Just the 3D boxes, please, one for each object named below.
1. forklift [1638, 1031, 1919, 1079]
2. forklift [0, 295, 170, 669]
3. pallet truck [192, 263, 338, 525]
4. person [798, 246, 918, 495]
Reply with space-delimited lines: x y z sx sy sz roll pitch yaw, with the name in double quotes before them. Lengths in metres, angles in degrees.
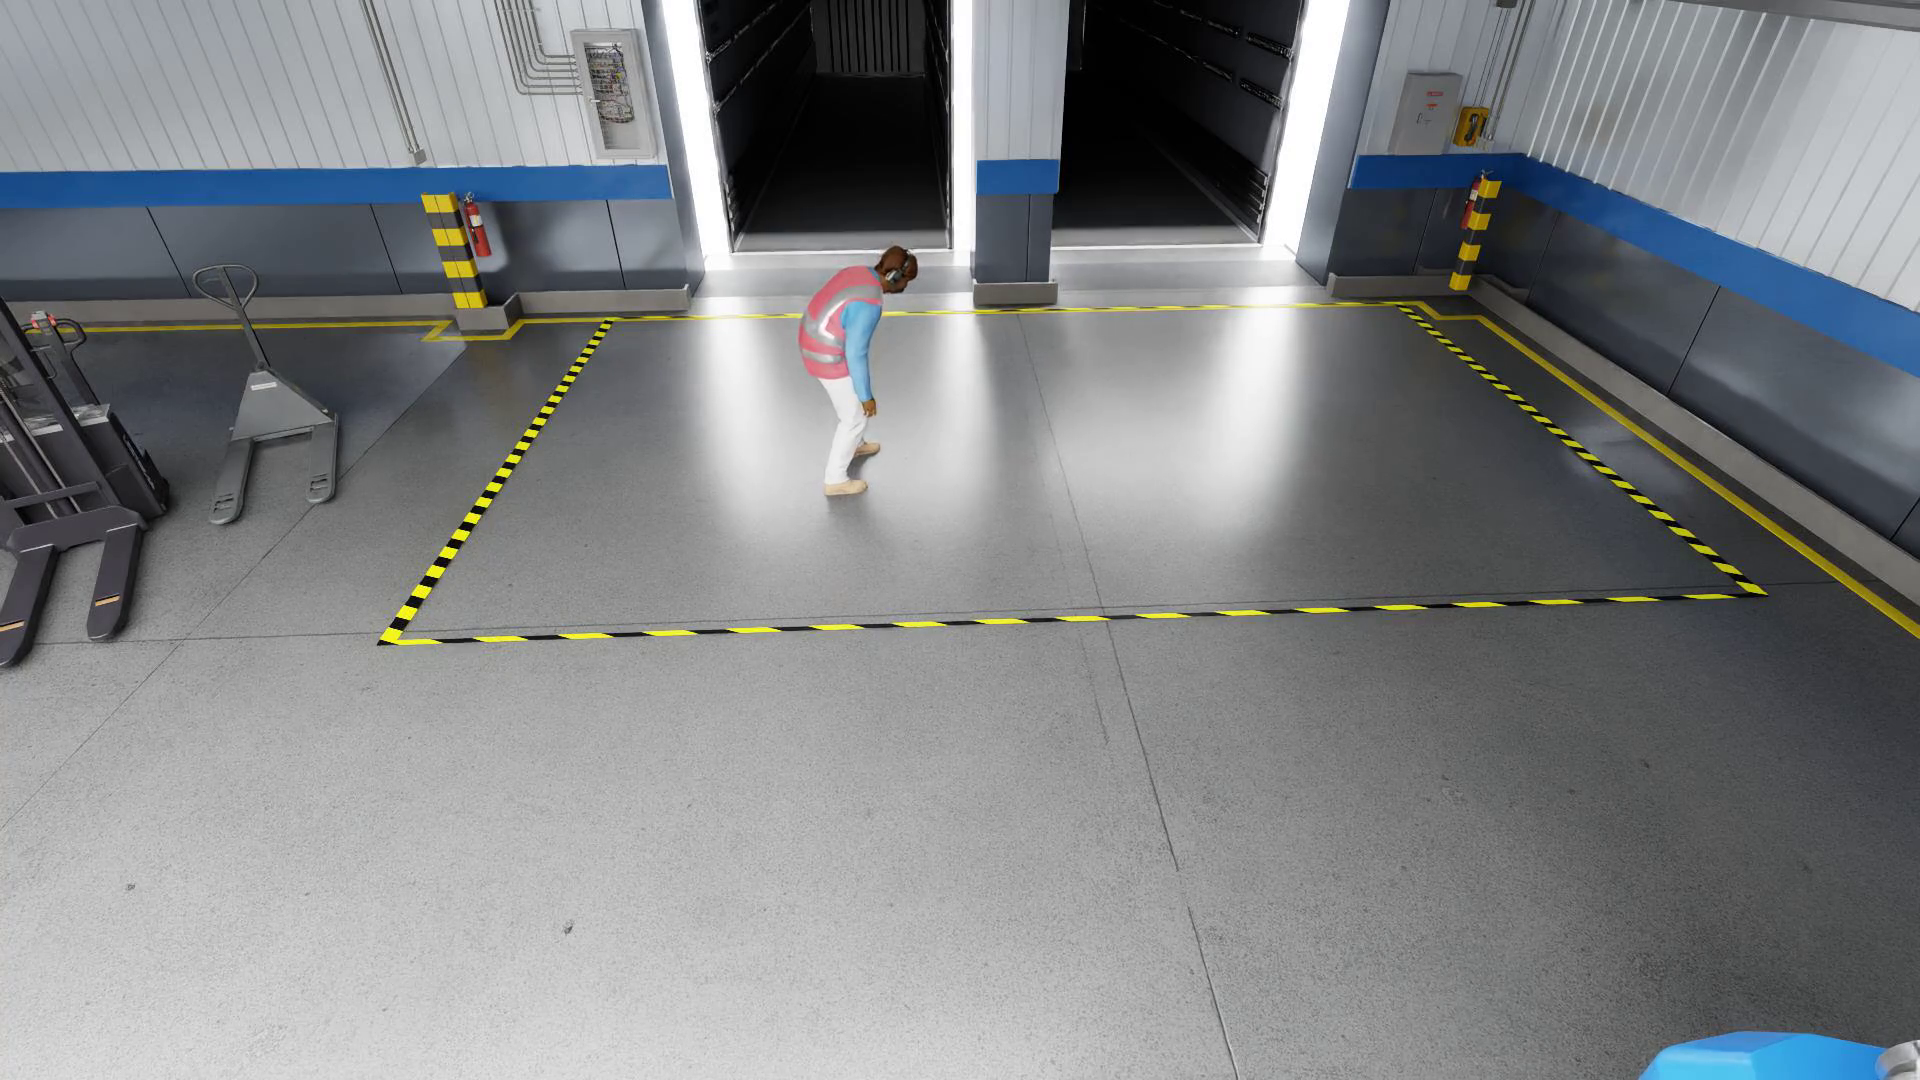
"forklift" 2.856 1.540 1.466 2.680 2.036 1.157 11 36 16
"forklift" -5.212 -0.618 4.878 0.823 1.965 1.885 -20 39 -26
"pallet truck" -4.778 -1.027 6.128 0.680 1.201 1.601 -17 38 -23
"person" -0.647 -1.119 5.980 0.779 1.574 0.855 -11 36 -16
